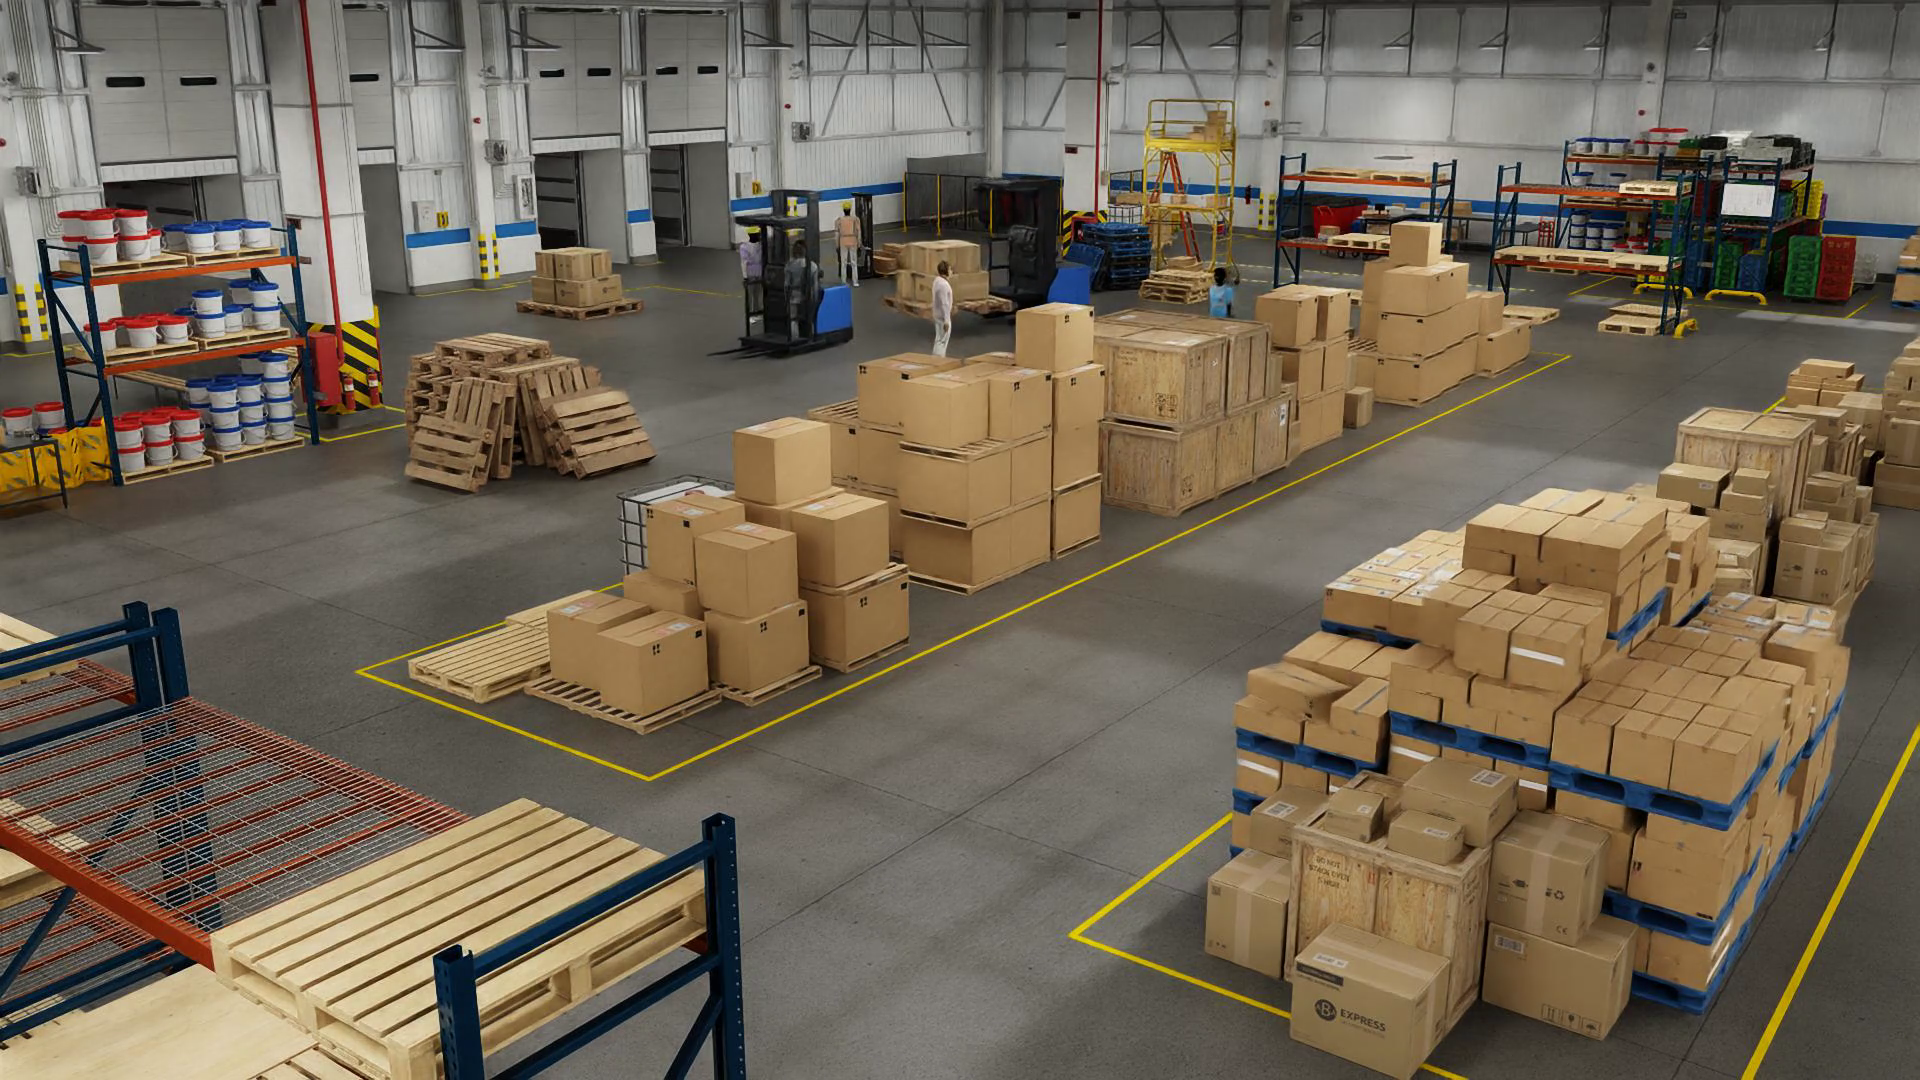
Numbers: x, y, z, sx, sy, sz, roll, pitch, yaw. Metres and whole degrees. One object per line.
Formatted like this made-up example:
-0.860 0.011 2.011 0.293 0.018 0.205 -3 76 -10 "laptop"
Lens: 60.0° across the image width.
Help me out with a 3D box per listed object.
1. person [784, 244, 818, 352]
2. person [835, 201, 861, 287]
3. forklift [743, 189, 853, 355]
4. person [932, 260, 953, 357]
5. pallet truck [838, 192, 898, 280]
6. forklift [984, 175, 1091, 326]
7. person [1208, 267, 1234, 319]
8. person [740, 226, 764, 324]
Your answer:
-2.832 -4.307 29.665 0.639 1.926 0.367 -8 19 -24 "person"
-2.515 -6.643 37.389 0.587 1.930 0.355 -2 17 -5 "person"
-2.907 -4.881 29.937 1.129 2.768 1.873 12 21 35 "forklift"
-0.274 -3.636 27.416 0.357 1.937 0.637 -3 17 -9 "person"
-1.936 -7.159 38.982 1.885 1.965 0.823 -12 21 -34 "pallet truck"
1.573 -5.748 32.807 1.873 2.768 1.129 -9 19 -28 "forklift"
4.502 -3.876 28.648 0.606 1.674 0.538 -14 22 -39 "person"
-4.069 -5.251 32.781 0.354 1.929 0.592 11 20 33 "person"
